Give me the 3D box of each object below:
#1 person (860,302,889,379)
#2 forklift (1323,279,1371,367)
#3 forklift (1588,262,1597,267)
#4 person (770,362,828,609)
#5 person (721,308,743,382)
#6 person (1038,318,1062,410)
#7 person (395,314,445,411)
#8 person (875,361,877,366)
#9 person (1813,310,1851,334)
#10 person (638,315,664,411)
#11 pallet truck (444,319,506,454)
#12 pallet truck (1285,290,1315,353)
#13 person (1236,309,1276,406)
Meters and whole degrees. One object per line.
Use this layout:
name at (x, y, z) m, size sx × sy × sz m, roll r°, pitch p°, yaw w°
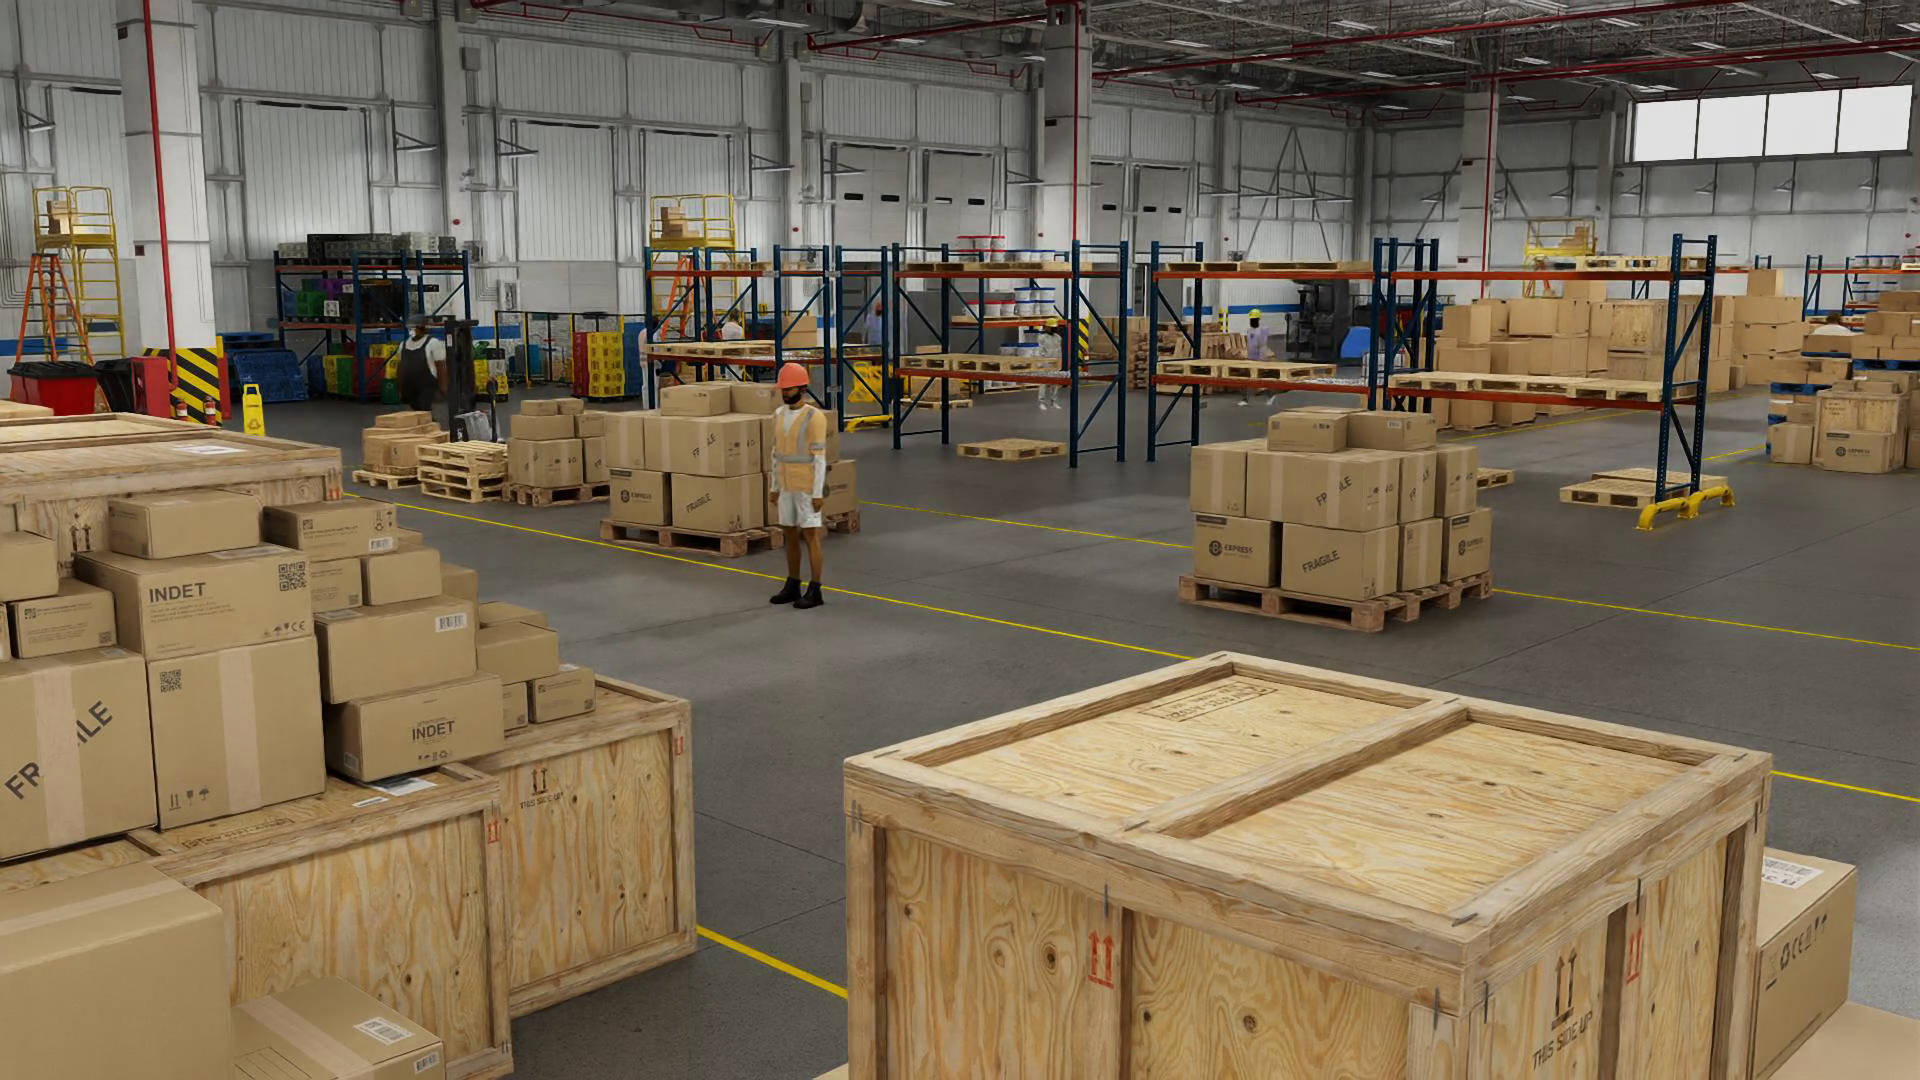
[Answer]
person at (-2.067, -4.864, 40.484) m, size 0.687 × 1.861 × 0.990 m, roll 0°, pitch 9°, yaw 0°
forklift at (10.030, -5.994, 44.296) m, size 1.873 × 2.768 × 1.129 m, roll -3°, pitch 10°, yaw -18°
forklift at (17.332, -6.212, 45.631) m, size 1.873 × 2.768 × 1.129 m, roll 3°, pitch 10°, yaw 17°
person at (-1.284, -0.424, 13.050) m, size 0.545 × 1.932 × 0.375 m, roll 8°, pitch 12°, yaw 42°
person at (-4.229, -3.358, 31.047) m, size 0.366 × 1.931 × 0.632 m, roll -7°, pitch 11°, yaw -36°
person at (1.717, -3.328, 31.463) m, size 0.486 × 1.735 × 0.330 m, roll -5°, pitch 10°, yaw -27°
person at (-7.805, -2.239, 23.841) m, size 0.711 × 2.000 × 0.724 m, roll 3°, pitch 10°, yaw 18°
person at (-2.150, -5.384, 44.384) m, size 0.320 × 1.632 × 0.524 m, roll 0°, pitch 9°, yaw -2°
person at (15.721, -3.191, 30.079) m, size 0.642 × 1.912 × 0.782 m, roll 4°, pitch 10°, yaw 23°
person at (-5.484, -3.081, 29.628) m, size 0.430 × 1.840 × 0.619 m, roll -6°, pitch 11°, yaw -32°
pallet truck at (-6.981, -1.942, 22.150) m, size 1.885 × 1.965 × 0.823 m, roll 1°, pitch 9°, yaw 9°
pallet truck at (11.297, -6.951, 52.861) m, size 1.885 × 1.965 × 0.823 m, roll -5°, pitch 11°, yaw -29°
person at (5.790, -3.545, 32.312) m, size 0.877 × 1.895 × 0.587 m, roll -7°, pitch 12°, yaw -38°
